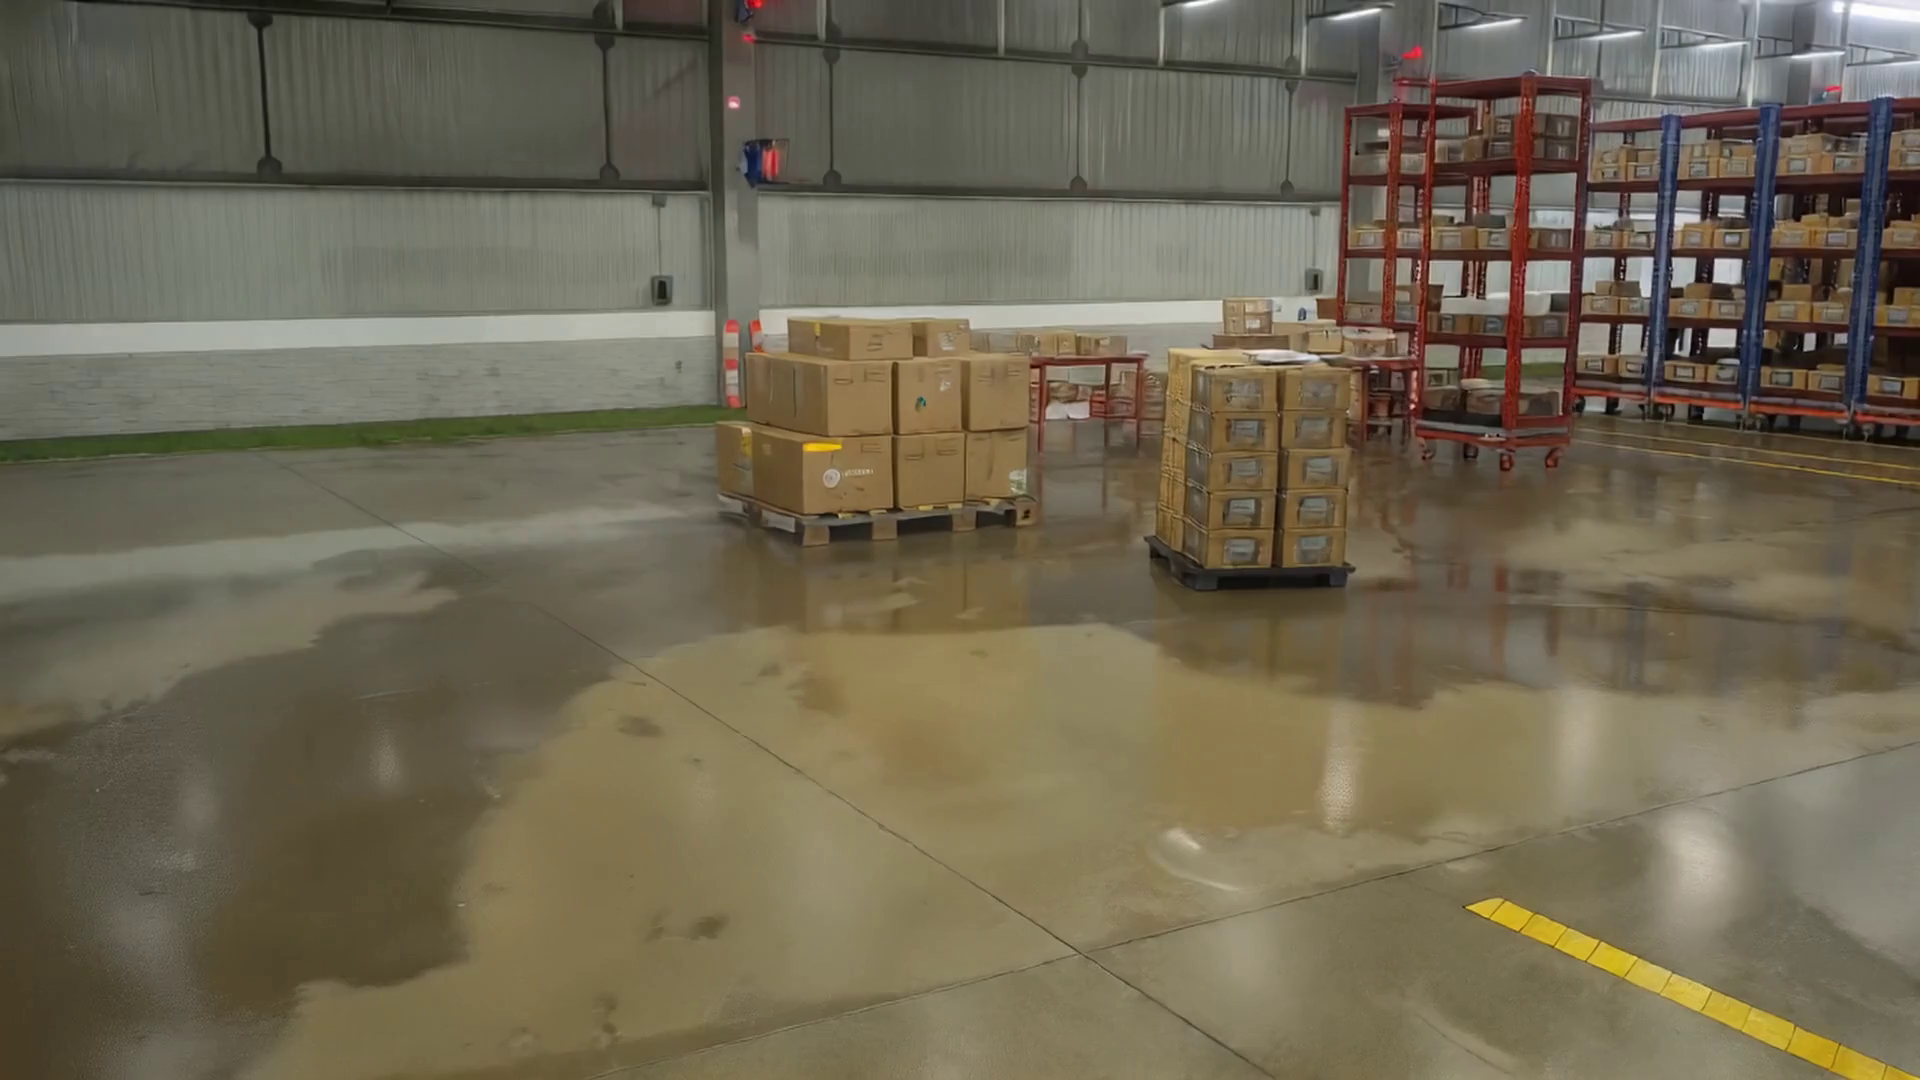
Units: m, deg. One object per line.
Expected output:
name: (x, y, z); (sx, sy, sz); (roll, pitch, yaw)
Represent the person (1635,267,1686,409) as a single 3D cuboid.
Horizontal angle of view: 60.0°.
person: (8.953, -2.574, 21.195); (0.375, 1.837, 0.570); (-10, 14, -43)
